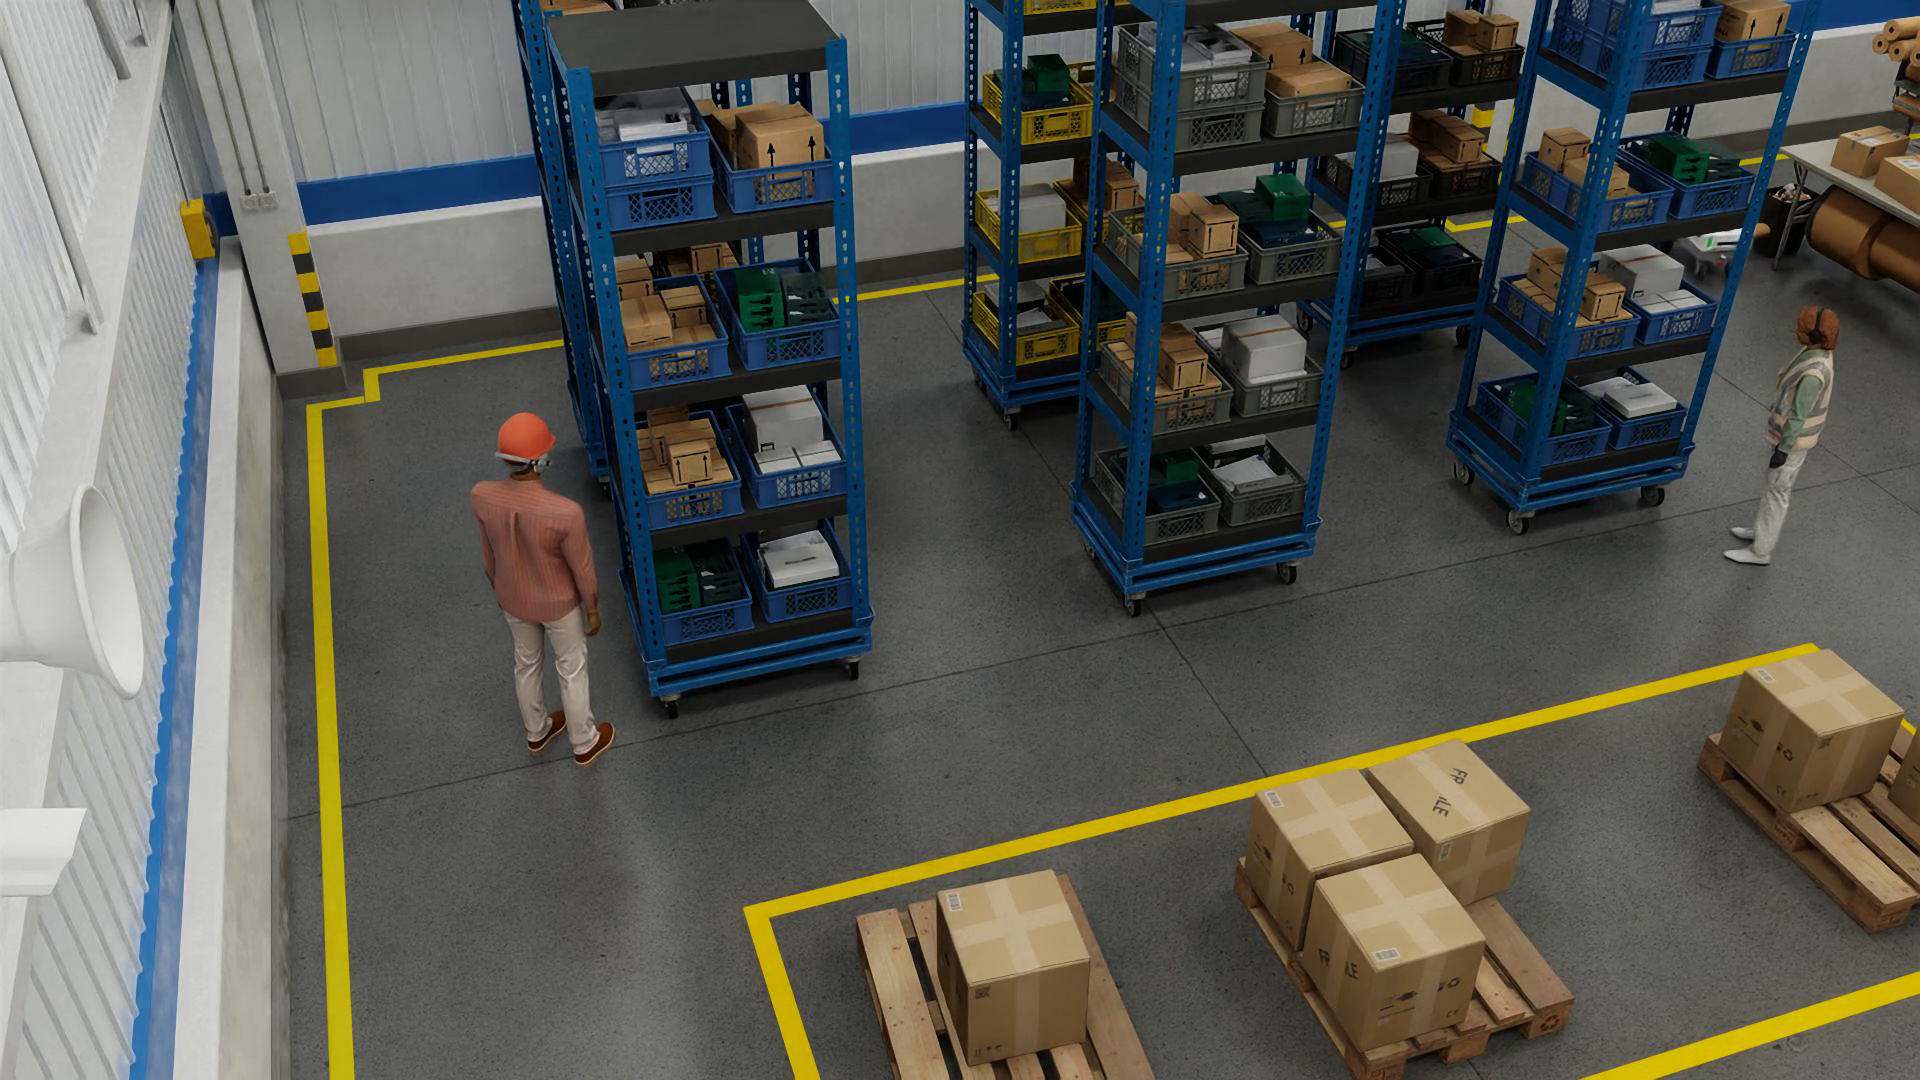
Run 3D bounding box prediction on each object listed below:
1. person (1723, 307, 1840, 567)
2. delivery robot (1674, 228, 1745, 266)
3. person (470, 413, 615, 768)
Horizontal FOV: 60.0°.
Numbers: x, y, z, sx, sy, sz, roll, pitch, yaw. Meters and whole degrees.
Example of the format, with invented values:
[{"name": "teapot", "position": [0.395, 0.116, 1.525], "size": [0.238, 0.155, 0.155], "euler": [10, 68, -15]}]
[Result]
[{"name": "person", "position": [4.845, -0.606, 9.721], "size": [0.315, 1.631, 0.523], "euler": [15, 38, 20]}, {"name": "delivery robot", "position": [5.936, -2.479, 13.224], "size": [0.477, 0.478, 0.707], "euler": [-4, 35, -5]}, {"name": "person", "position": [-2.036, 0.261, 8.190], "size": [0.608, 1.987, 0.402], "euler": [10, 36, 13]}]
